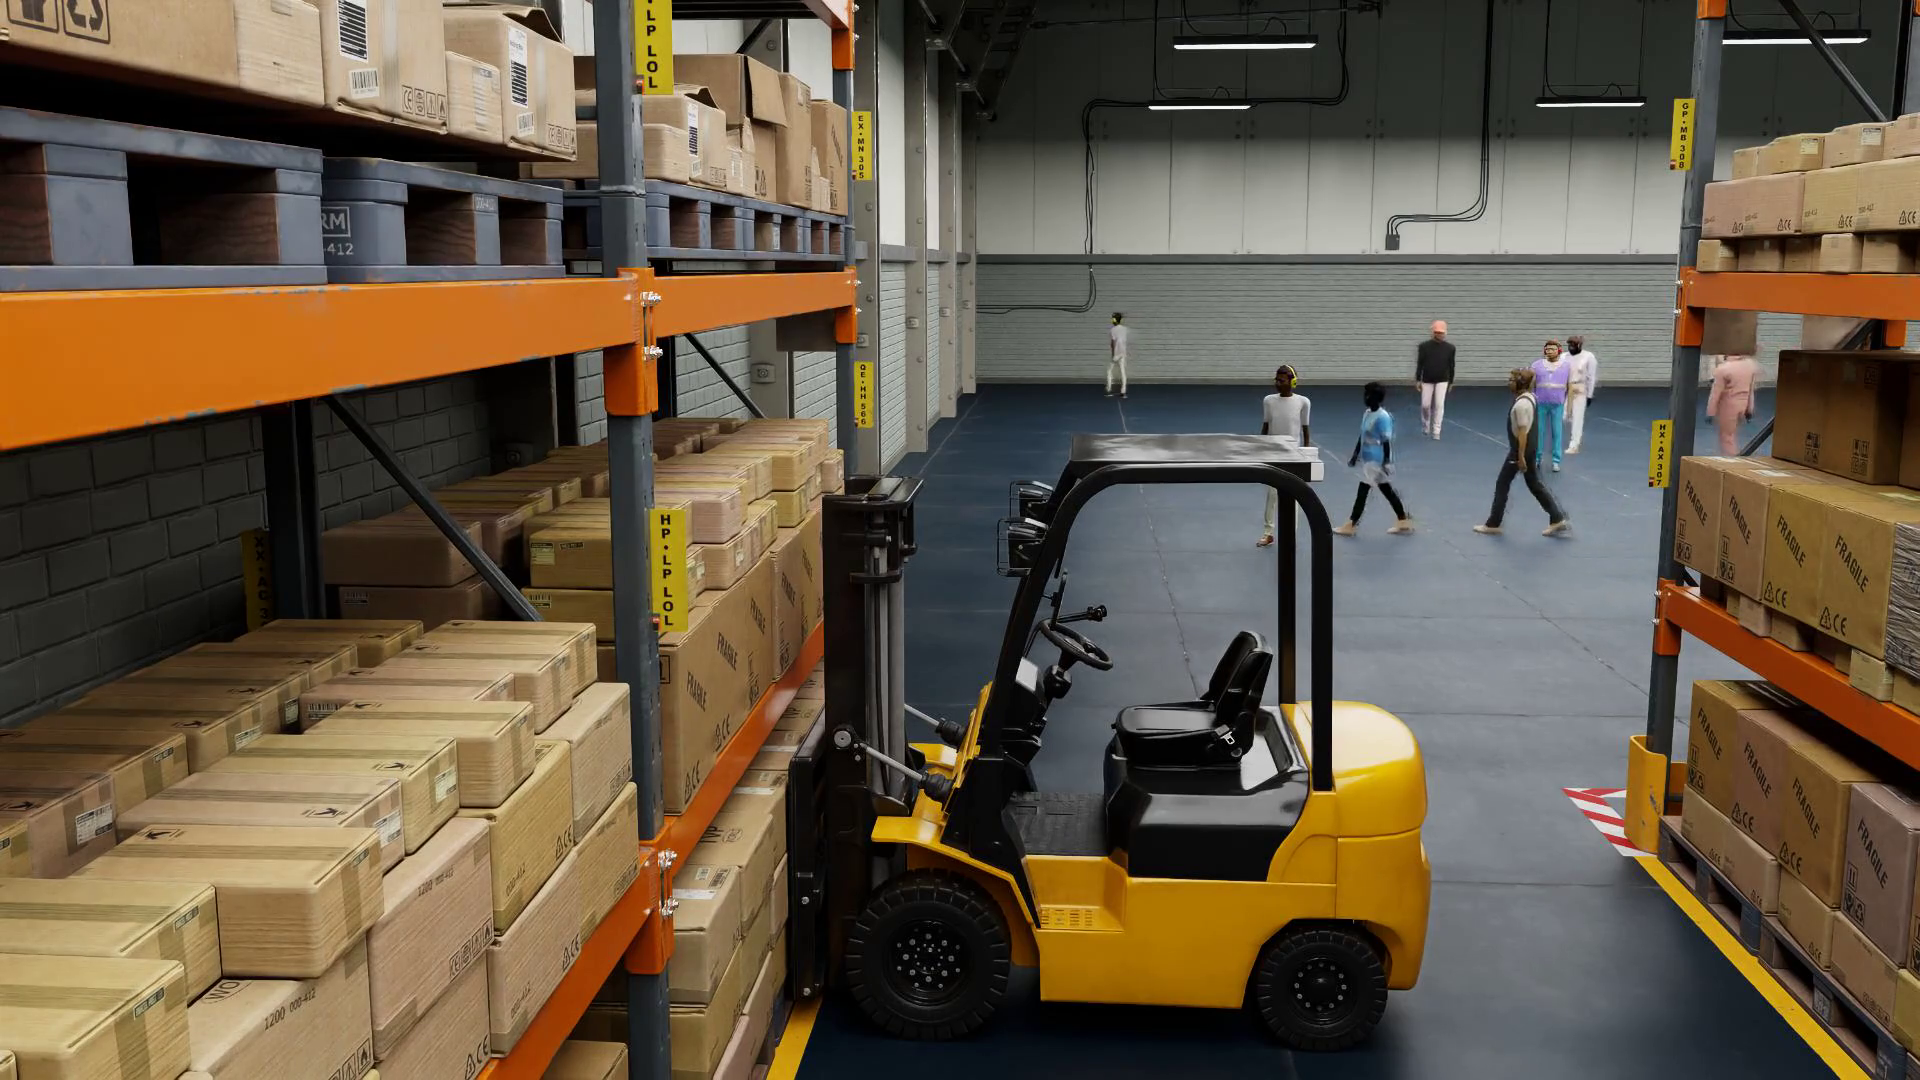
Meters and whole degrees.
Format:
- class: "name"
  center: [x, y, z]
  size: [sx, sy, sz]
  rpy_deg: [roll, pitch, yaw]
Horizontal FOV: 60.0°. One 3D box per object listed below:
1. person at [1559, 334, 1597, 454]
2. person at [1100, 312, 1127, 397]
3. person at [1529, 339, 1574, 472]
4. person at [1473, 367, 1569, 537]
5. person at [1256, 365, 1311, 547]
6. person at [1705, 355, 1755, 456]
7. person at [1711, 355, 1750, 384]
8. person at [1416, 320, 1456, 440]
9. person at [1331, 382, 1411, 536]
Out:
- class: "person"
  center: [9.422, -2.232, 25.429]
  size: [0.546, 1.830, 0.640]
  rpy_deg: [-7, 12, -38]
- class: "person"
  center: [3.381, -4.036, 36.314]
  size: [0.505, 1.836, 0.796]
  rpy_deg: [-7, 12, -38]
- class: "person"
  center: [8.228, -1.872, 23.173]
  size: [0.575, 1.843, 0.375]
  rpy_deg: [5, 11, 27]
- class: "person"
  center: [5.999, -0.927, 17.585]
  size: [0.946, 1.812, 0.502]
  rpy_deg: [7, 11, 35]
- class: "person"
  center: [3.293, -0.843, 16.895]
  size: [0.521, 1.864, 0.334]
  rpy_deg: [4, 10, 24]
- class: "person"
  center: [10.173, -1.730, 22.176]
  size: [0.684, 1.883, 0.700]
  rpy_deg: [-5, 11, -27]
- class: "person"
  center: [13.631, -2.916, 29.326]
  size: [0.759, 1.903, 0.600]
  rpy_deg: [-7, 12, -36]
- class: "person"
  center: [7.855, -2.649, 27.475]
  size: [0.621, 1.980, 0.616]
  rpy_deg: [2, 10, 14]
- class: "person"
  center: [4.412, -0.859, 17.633]
  size: [0.901, 1.649, 0.535]
  rpy_deg: [0, 9, -1]
